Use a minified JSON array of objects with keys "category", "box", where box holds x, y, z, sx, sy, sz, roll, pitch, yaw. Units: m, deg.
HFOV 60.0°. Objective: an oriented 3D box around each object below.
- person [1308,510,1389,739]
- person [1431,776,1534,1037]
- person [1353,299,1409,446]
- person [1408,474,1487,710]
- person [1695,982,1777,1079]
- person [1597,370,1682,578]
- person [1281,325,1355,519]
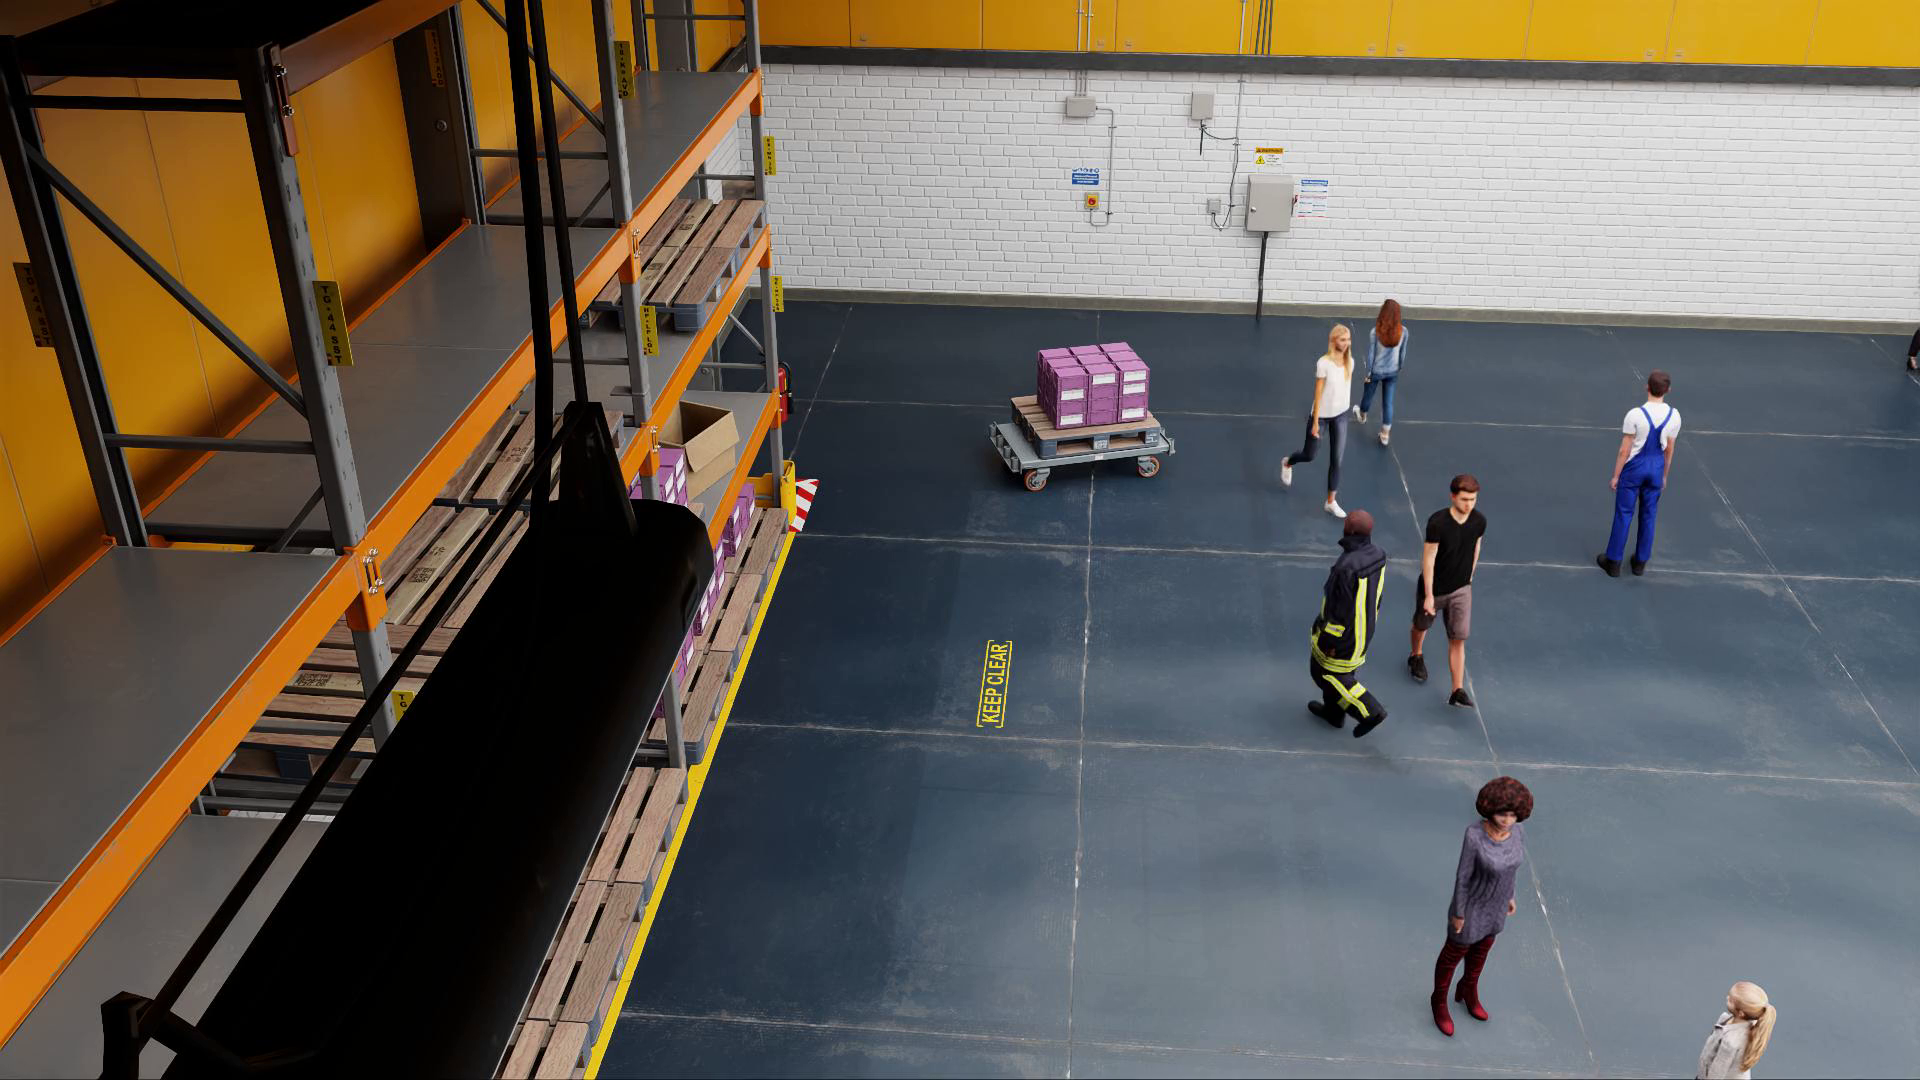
[{"category":"person","box":[2.864,0.636,11.978,1.067,1.807,1.107,-25,38,-38]},{"category":"person","box":[2.956,2.062,9.464,0.657,1.711,0.652,-11,30,-19]},{"category":"person","box":[4.240,-1.644,16.538,0.655,1.443,0.975,-2,29,-4]},{"category":"person","box":[3.617,0.312,12.565,0.829,1.813,1.231,-4,29,-7]},{"category":"person","box":[3.950,2.792,8.580,0.658,1.275,0.592,25,37,38]},{"category":"person","box":[5.788,-0.565,14.135,0.635,1.849,0.569,1,29,1]},{"category":"person","box":[3.299,-1.130,15.236,0.937,1.788,1.176,-12,31,-21]}]
